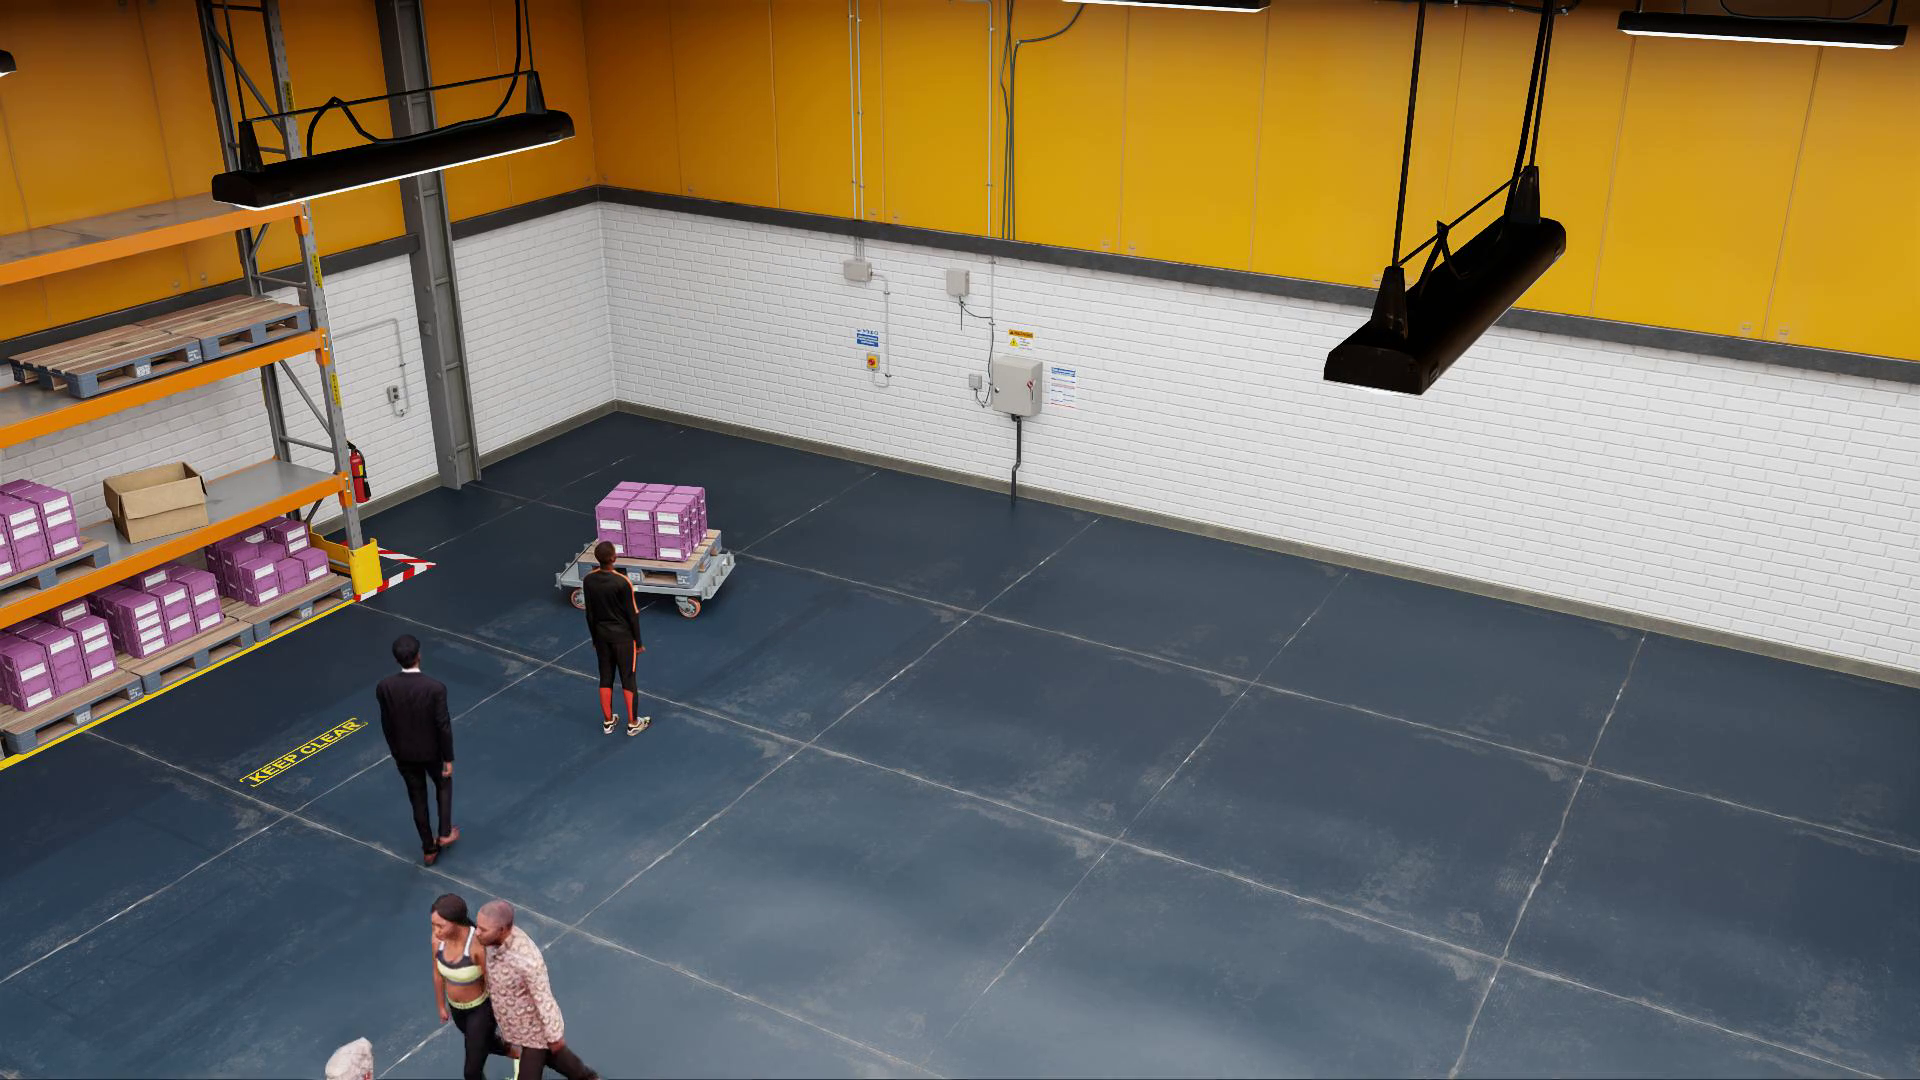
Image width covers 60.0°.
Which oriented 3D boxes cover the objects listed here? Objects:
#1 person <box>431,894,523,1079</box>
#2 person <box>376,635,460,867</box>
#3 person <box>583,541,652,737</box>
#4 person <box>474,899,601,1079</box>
[{"bbox_3d":[-2.864,2.790,10.024,0.688,1.710,1.126,9,25,19],"label":"person"},{"bbox_3d":[-4.090,1.624,12.497,0.828,1.865,0.857,-2,24,-4],"label":"person"},{"bbox_3d":[-2.985,0.840,14.362,0.673,1.808,0.630,5,24,12],"label":"person"},{"bbox_3d":[-2.497,2.819,9.872,1.189,1.779,0.939,-18,29,-35],"label":"person"}]
